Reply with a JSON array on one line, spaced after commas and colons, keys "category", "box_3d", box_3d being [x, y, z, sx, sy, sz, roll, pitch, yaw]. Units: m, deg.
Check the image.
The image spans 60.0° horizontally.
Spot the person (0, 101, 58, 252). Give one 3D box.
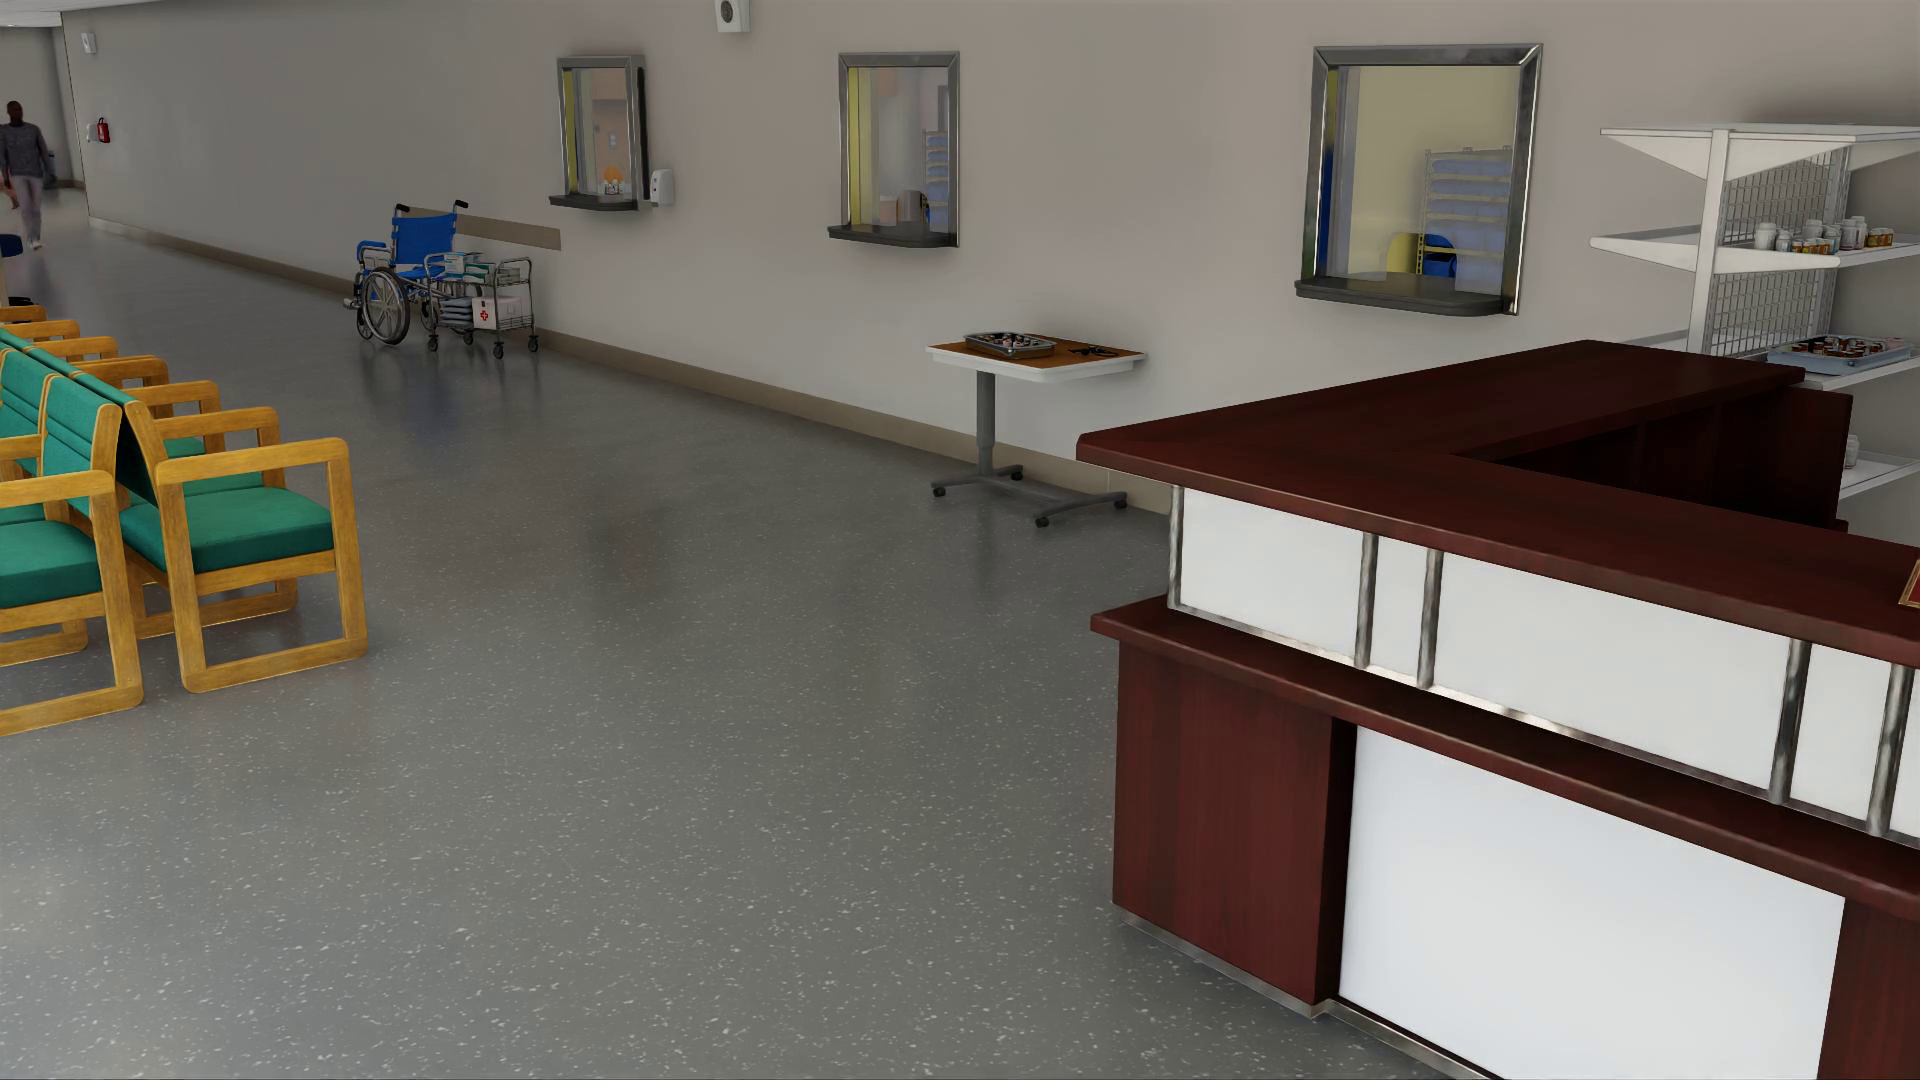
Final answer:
[{"category": "person", "box_3d": [-11.598, -4.497, 20.647, 0.977, 1.806, 0.755, -14, 21, -40]}]
